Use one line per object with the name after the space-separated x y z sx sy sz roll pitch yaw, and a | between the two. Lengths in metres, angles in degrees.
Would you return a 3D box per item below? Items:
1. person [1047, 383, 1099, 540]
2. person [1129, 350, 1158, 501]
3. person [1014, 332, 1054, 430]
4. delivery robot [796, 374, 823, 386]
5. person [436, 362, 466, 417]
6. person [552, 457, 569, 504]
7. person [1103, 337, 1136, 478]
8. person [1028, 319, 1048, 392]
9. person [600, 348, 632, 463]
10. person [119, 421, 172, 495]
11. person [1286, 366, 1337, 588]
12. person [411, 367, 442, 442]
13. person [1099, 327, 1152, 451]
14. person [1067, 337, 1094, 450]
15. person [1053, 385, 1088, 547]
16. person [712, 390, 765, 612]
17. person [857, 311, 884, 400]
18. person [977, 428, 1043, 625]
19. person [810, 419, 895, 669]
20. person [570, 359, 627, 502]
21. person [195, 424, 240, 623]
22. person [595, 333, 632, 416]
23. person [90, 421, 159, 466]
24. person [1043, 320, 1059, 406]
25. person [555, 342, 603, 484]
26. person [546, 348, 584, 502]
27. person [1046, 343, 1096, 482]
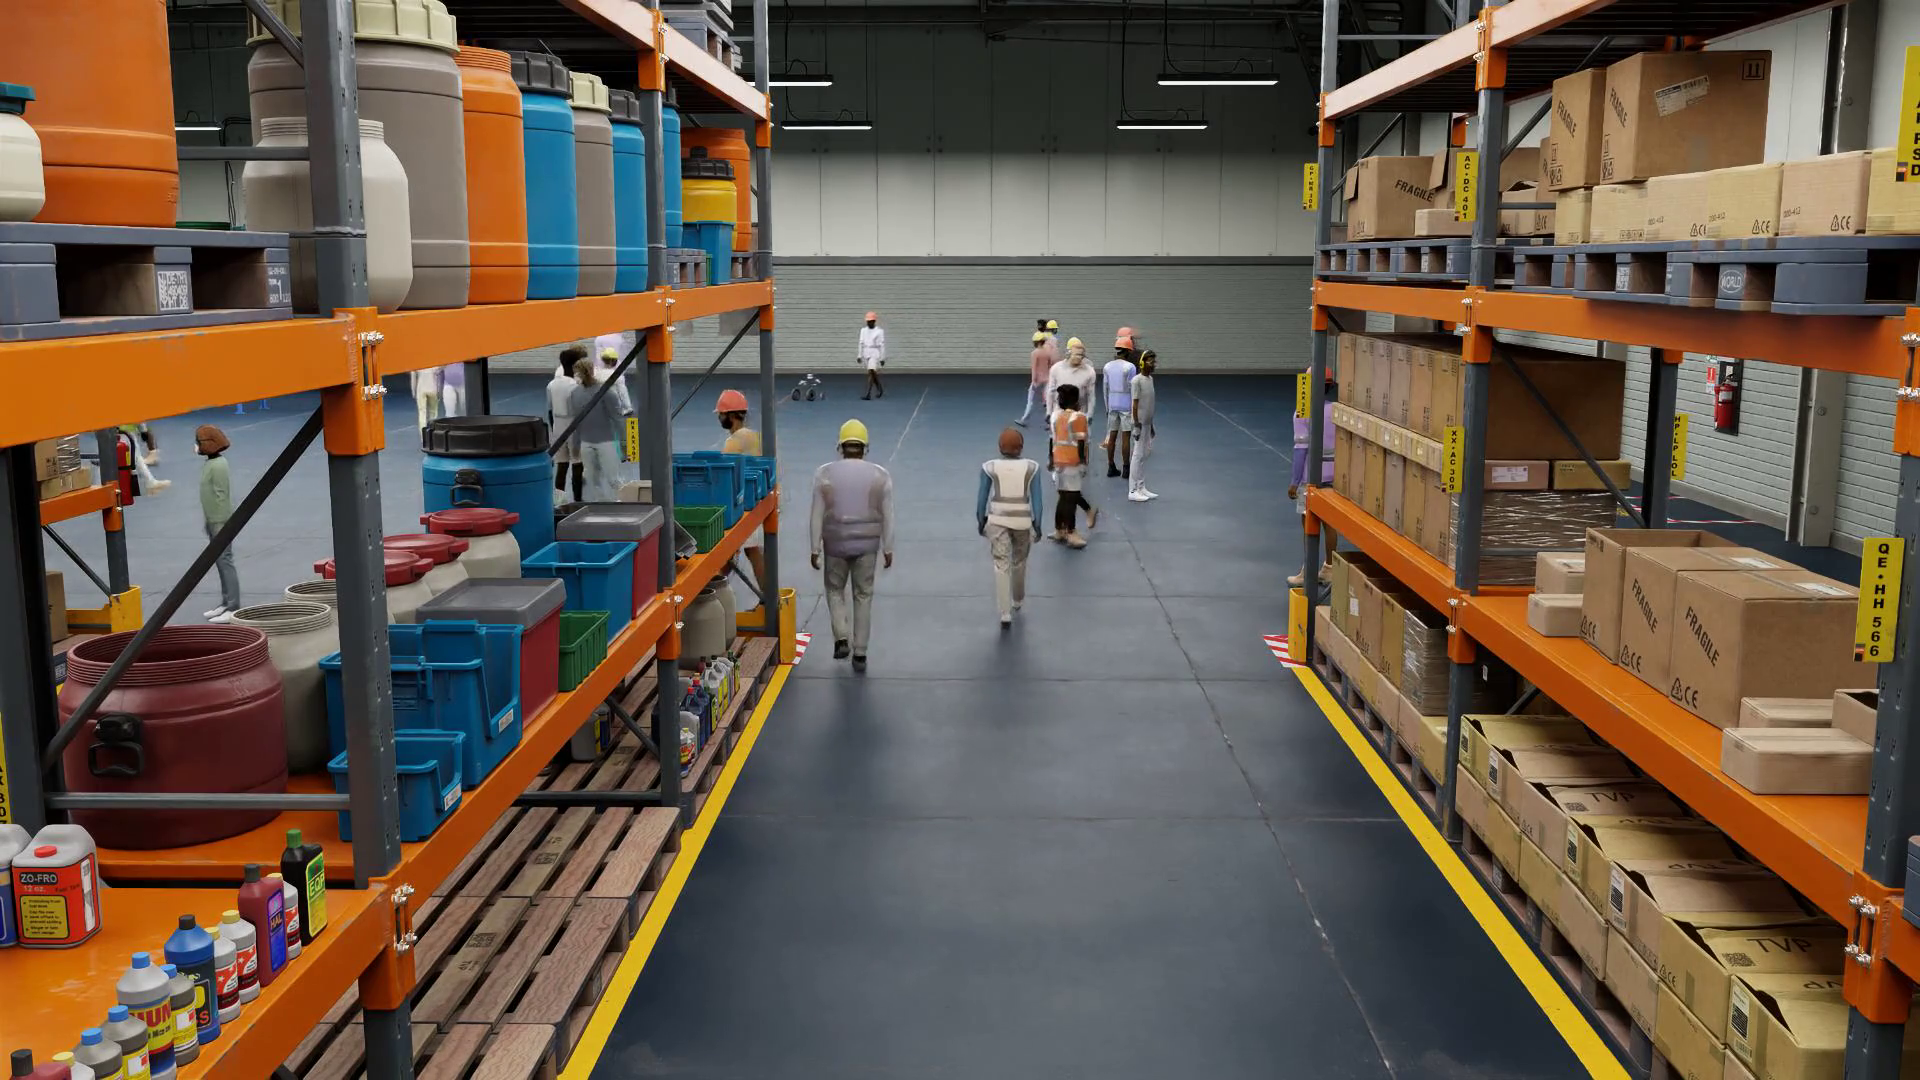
1.220 -0.864 17.906 0.725 1.668 0.525 -6 11 -33 | person
2.299 -1.433 20.757 0.310 1.864 0.532 5 11 28 | person
1.388 -2.821 29.498 0.550 1.712 0.913 -9 13 -43 | person
-3.241 -3.454 35.847 0.335 0.223 0.698 6 12 34 | delivery robot
-8.121 -2.467 26.900 0.667 1.897 0.932 0 9 -3 | person
-3.072 0.141 12.124 0.520 1.599 0.858 1 10 5 | person
2.240 -1.833 22.962 0.543 1.927 0.375 8 13 41 | person
1.926 -4.237 38.132 0.814 1.665 0.535 -8 12 -39 | person
-5.052 -1.934 24.187 0.548 1.710 0.926 5 11 29 | person
-10.335 -1.394 20.730 0.657 1.789 0.959 8 13 41 | person
3.233 -0.584 15.135 0.607 2.044 0.378 -6 11 -32 | person
-8.790 -2.419 27.437 0.499 1.605 0.777 -2 10 -14 | person
2.622 -2.344 25.977 0.621 1.955 0.984 -6 11 -33 | person
1.712 -2.116 24.942 0.590 1.833 0.404 -5 11 -27 | person
1.181 -0.778 17.426 0.319 1.671 0.641 -4 10 -24 | person
-1.936 -0.279 13.735 0.930 1.896 0.574 1 10 9 | person
-1.890 -4.024 36.191 0.540 1.908 0.956 6 11 30 | person
0.406 -0.131 13.750 0.536 1.586 0.856 0 9 -1 | person
-0.781 0.028 12.135 0.619 1.814 0.446 -1 10 -5 | person
-4.001 -1.066 18.472 0.707 1.897 0.478 5 11 27 | person
-6.127 -0.142 13.713 0.282 1.632 0.498 -6 11 -32 | person
-6.749 -3.316 32.105 0.965 1.850 0.640 9 13 42 | person
-12.031 -2.025 23.911 0.636 1.985 1.040 4 10 24 | person
1.880 -3.624 34.176 0.308 1.769 0.525 -5 11 -27 | person
-5.092 -1.712 22.377 0.646 1.888 1.006 -1 9 -3 | person
-4.500 -1.232 19.253 0.612 1.962 0.366 6 11 34 | person
1.496 -1.706 22.341 0.666 1.877 0.638 0 9 -1 | person
